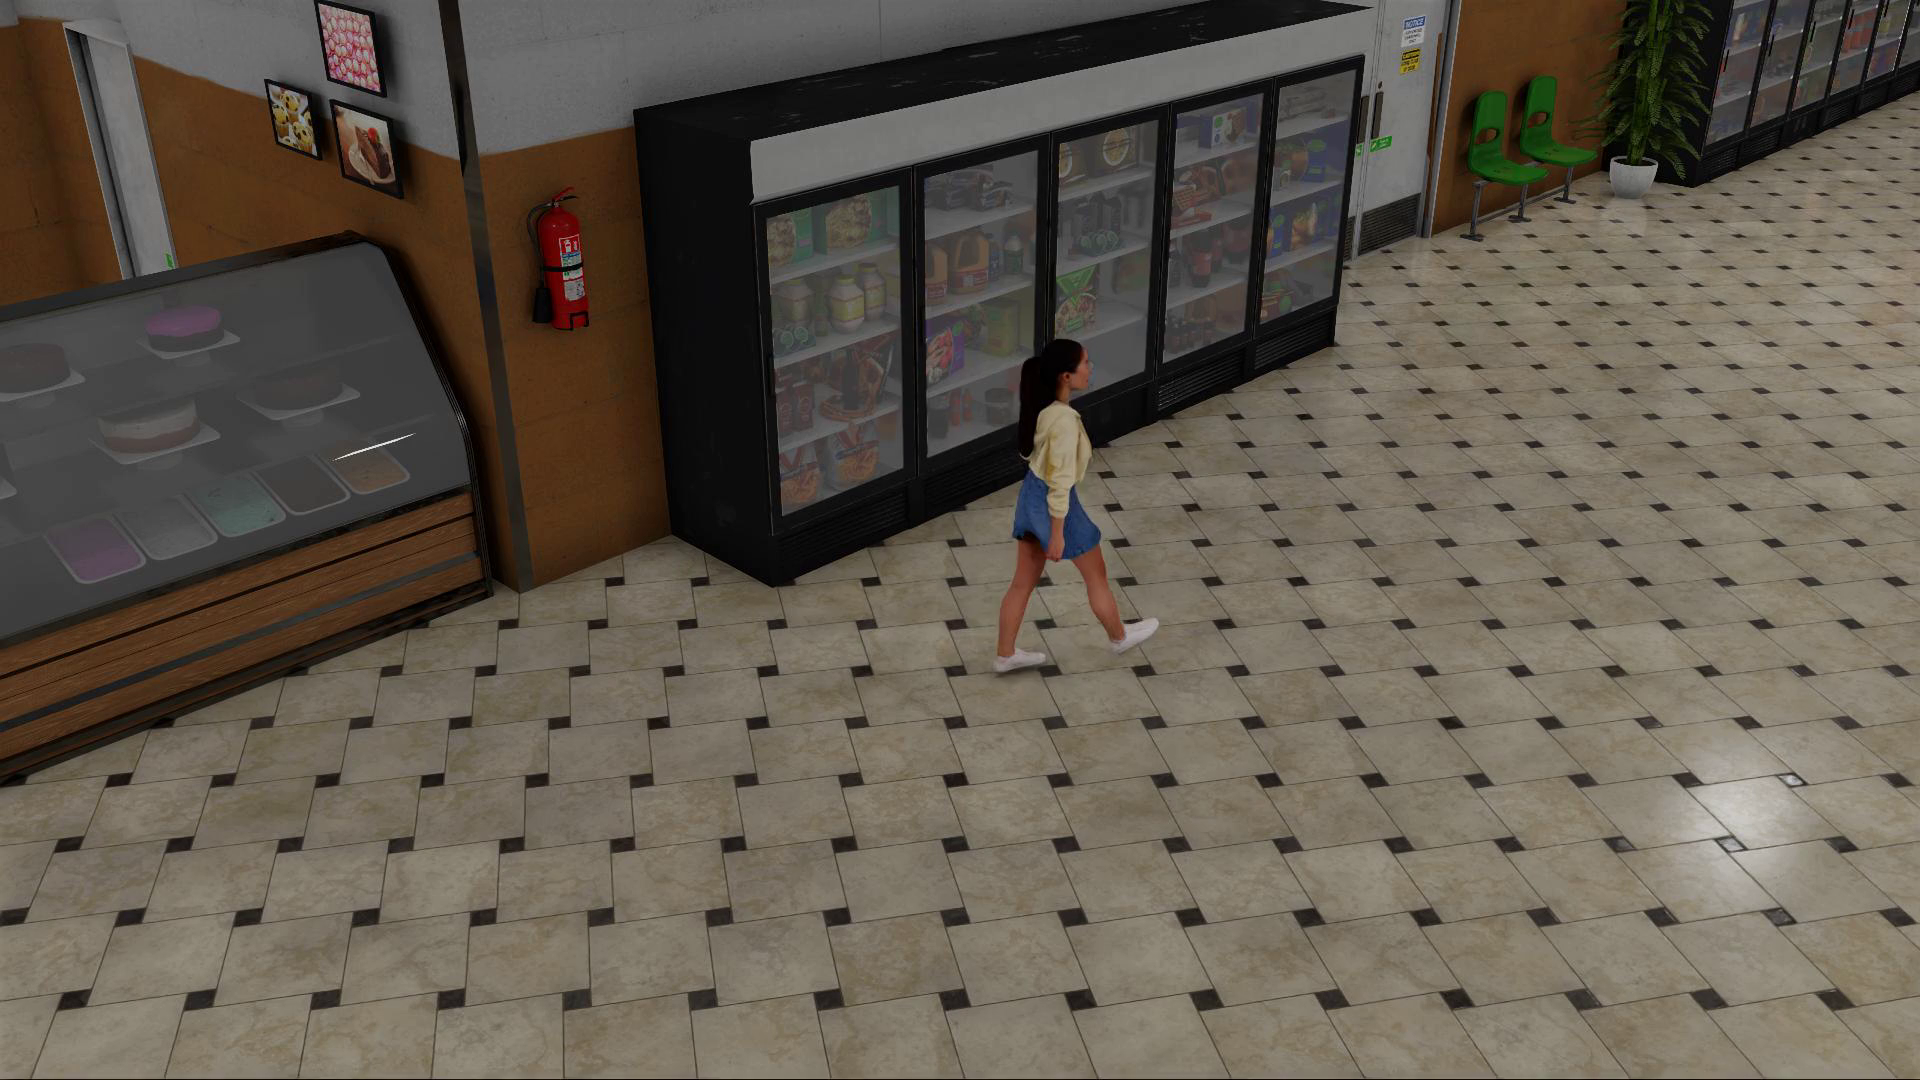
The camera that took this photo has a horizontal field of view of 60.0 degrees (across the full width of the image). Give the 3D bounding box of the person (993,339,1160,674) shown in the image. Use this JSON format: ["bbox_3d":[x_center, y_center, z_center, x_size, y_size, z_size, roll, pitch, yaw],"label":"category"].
[{"bbox_3d":[0.328,-0.100,7.461,1.001,1.595,1.081,-9,28,-17],"label":"person"}]
